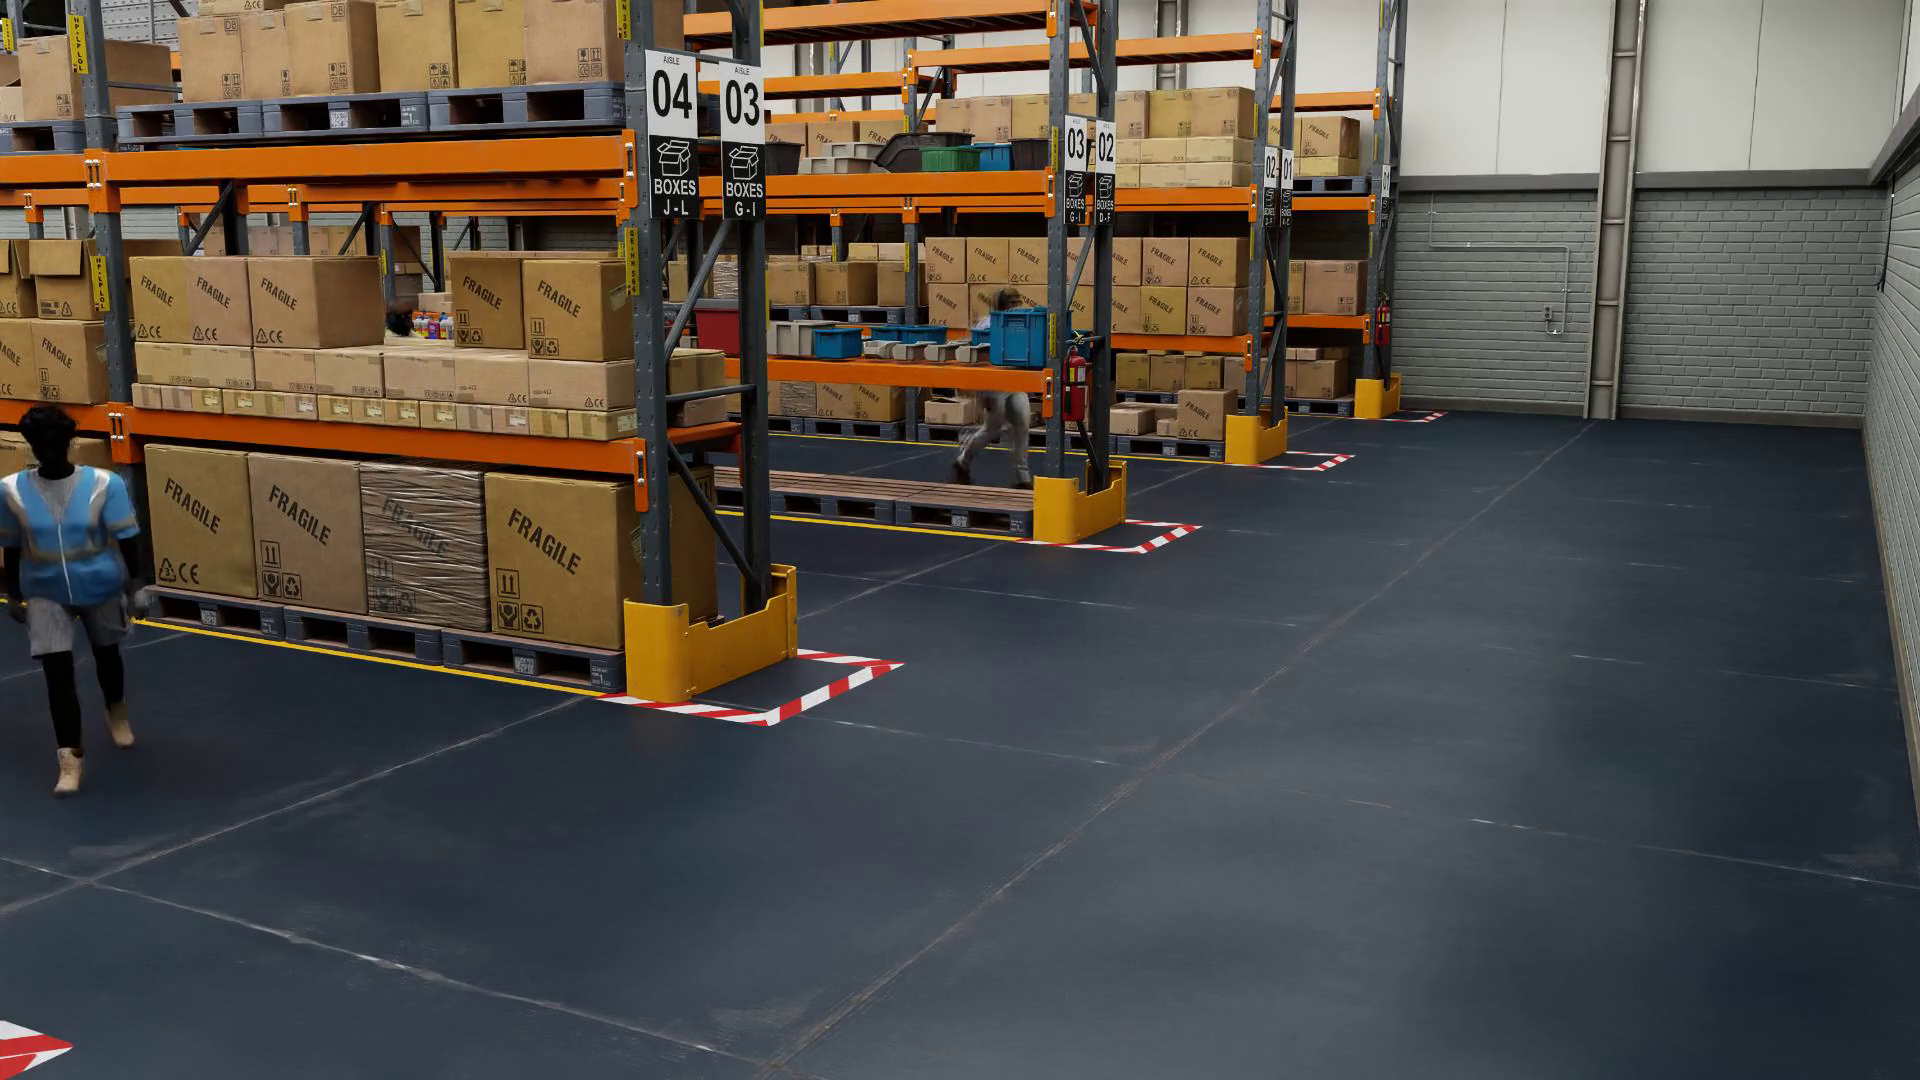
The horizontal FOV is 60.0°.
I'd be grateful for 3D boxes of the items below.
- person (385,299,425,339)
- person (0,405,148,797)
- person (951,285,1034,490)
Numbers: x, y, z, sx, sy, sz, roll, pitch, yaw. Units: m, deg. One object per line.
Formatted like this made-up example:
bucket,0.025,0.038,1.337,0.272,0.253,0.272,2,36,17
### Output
person,-4.886,-1.194,14.501,0.901,1.812,0.633,6,12,28
person,-3.864,0.210,7.274,0.560,1.647,0.896,-4,11,-22
person,0.347,-1.382,15.241,0.892,1.908,0.636,9,14,41
